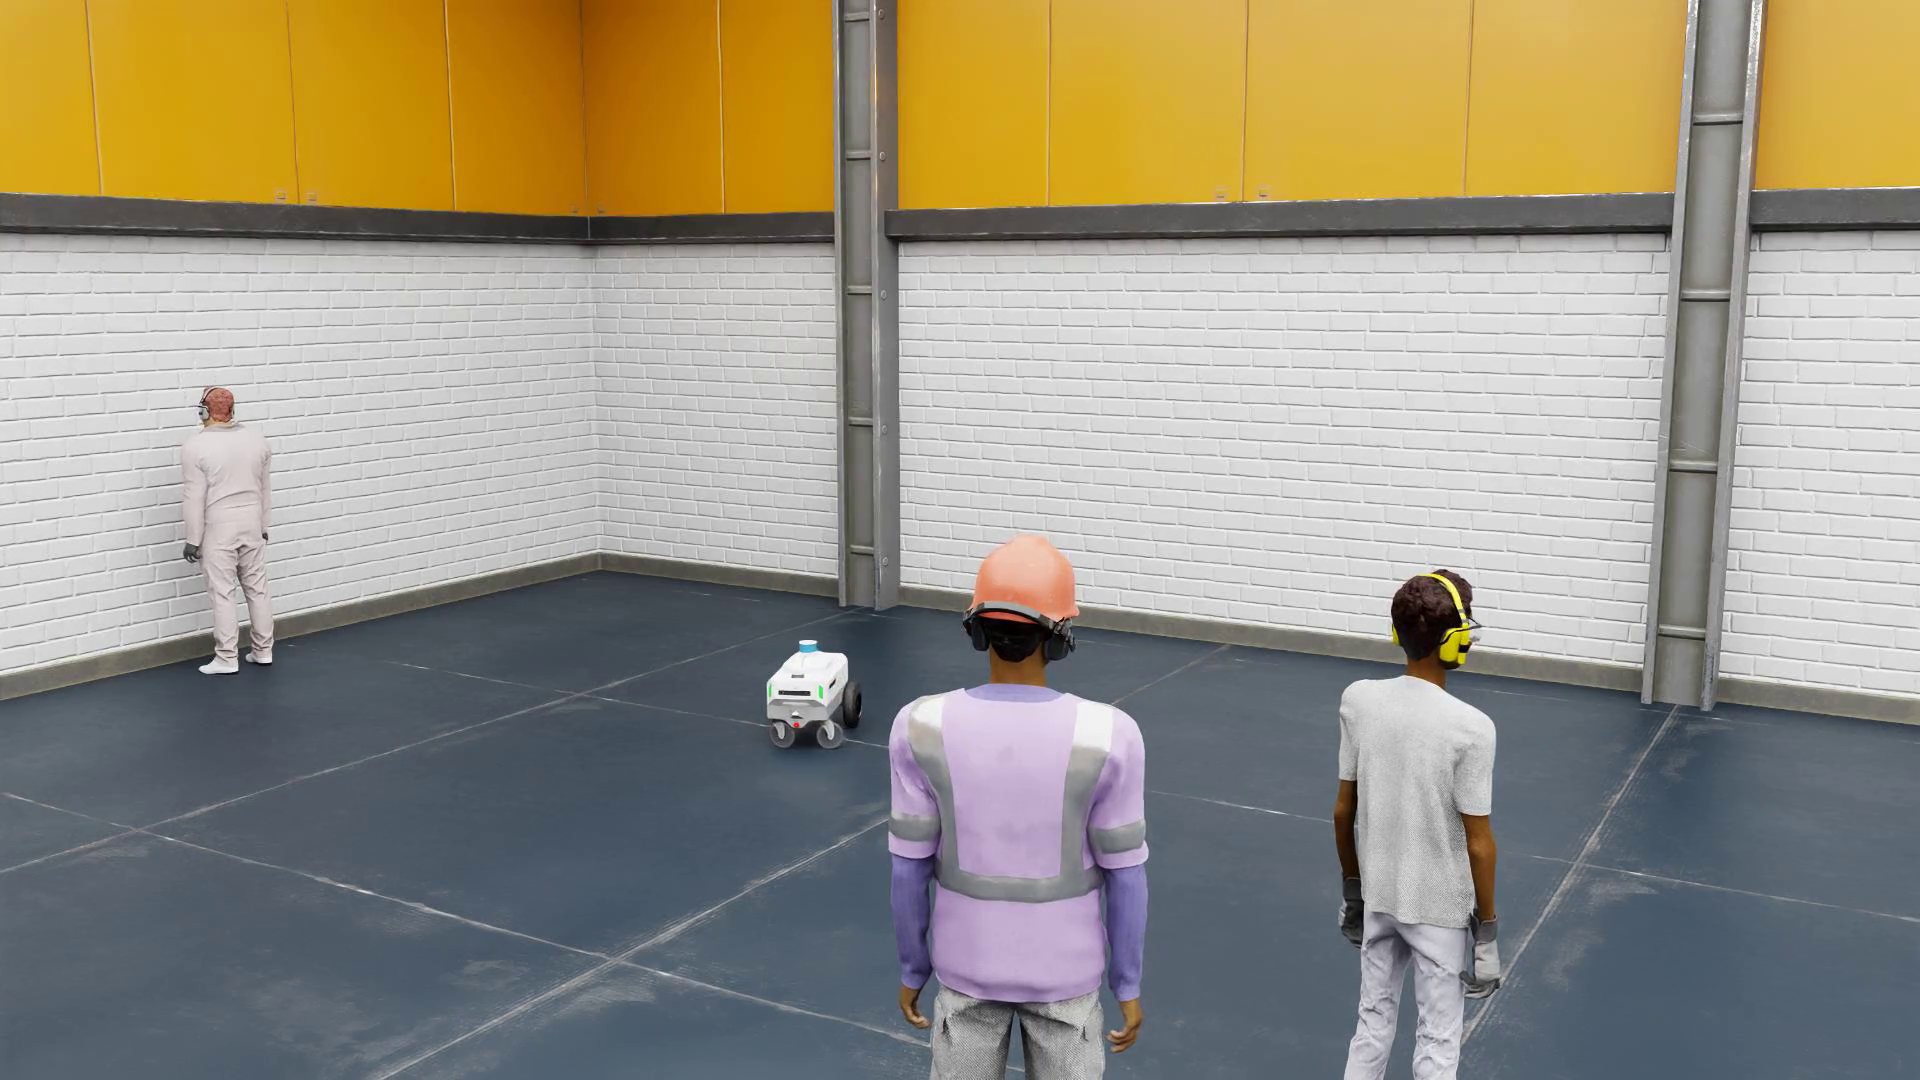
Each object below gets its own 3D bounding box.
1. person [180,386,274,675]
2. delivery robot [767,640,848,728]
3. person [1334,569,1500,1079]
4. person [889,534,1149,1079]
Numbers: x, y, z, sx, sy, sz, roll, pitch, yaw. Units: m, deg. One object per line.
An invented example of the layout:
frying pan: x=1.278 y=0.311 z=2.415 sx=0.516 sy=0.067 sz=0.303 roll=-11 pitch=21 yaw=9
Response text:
person: x=-4.866 y=-0.061 z=11.021 sx=0.401 sy=1.909 sz=0.641 roll=5 pitch=11 yaw=30
delivery robot: x=-0.863 y=0.815 z=9.469 sx=0.477 sy=0.478 sz=0.707 roll=1 pitch=9 yaw=8
person: x=1.240 y=1.003 z=4.499 sx=0.328 sy=1.870 sz=0.514 roll=-7 pitch=12 yaw=-39
person: x=0.142 y=1.001 z=3.969 sx=0.612 sy=2.043 sz=0.374 roll=2 pitch=9 yaw=10
